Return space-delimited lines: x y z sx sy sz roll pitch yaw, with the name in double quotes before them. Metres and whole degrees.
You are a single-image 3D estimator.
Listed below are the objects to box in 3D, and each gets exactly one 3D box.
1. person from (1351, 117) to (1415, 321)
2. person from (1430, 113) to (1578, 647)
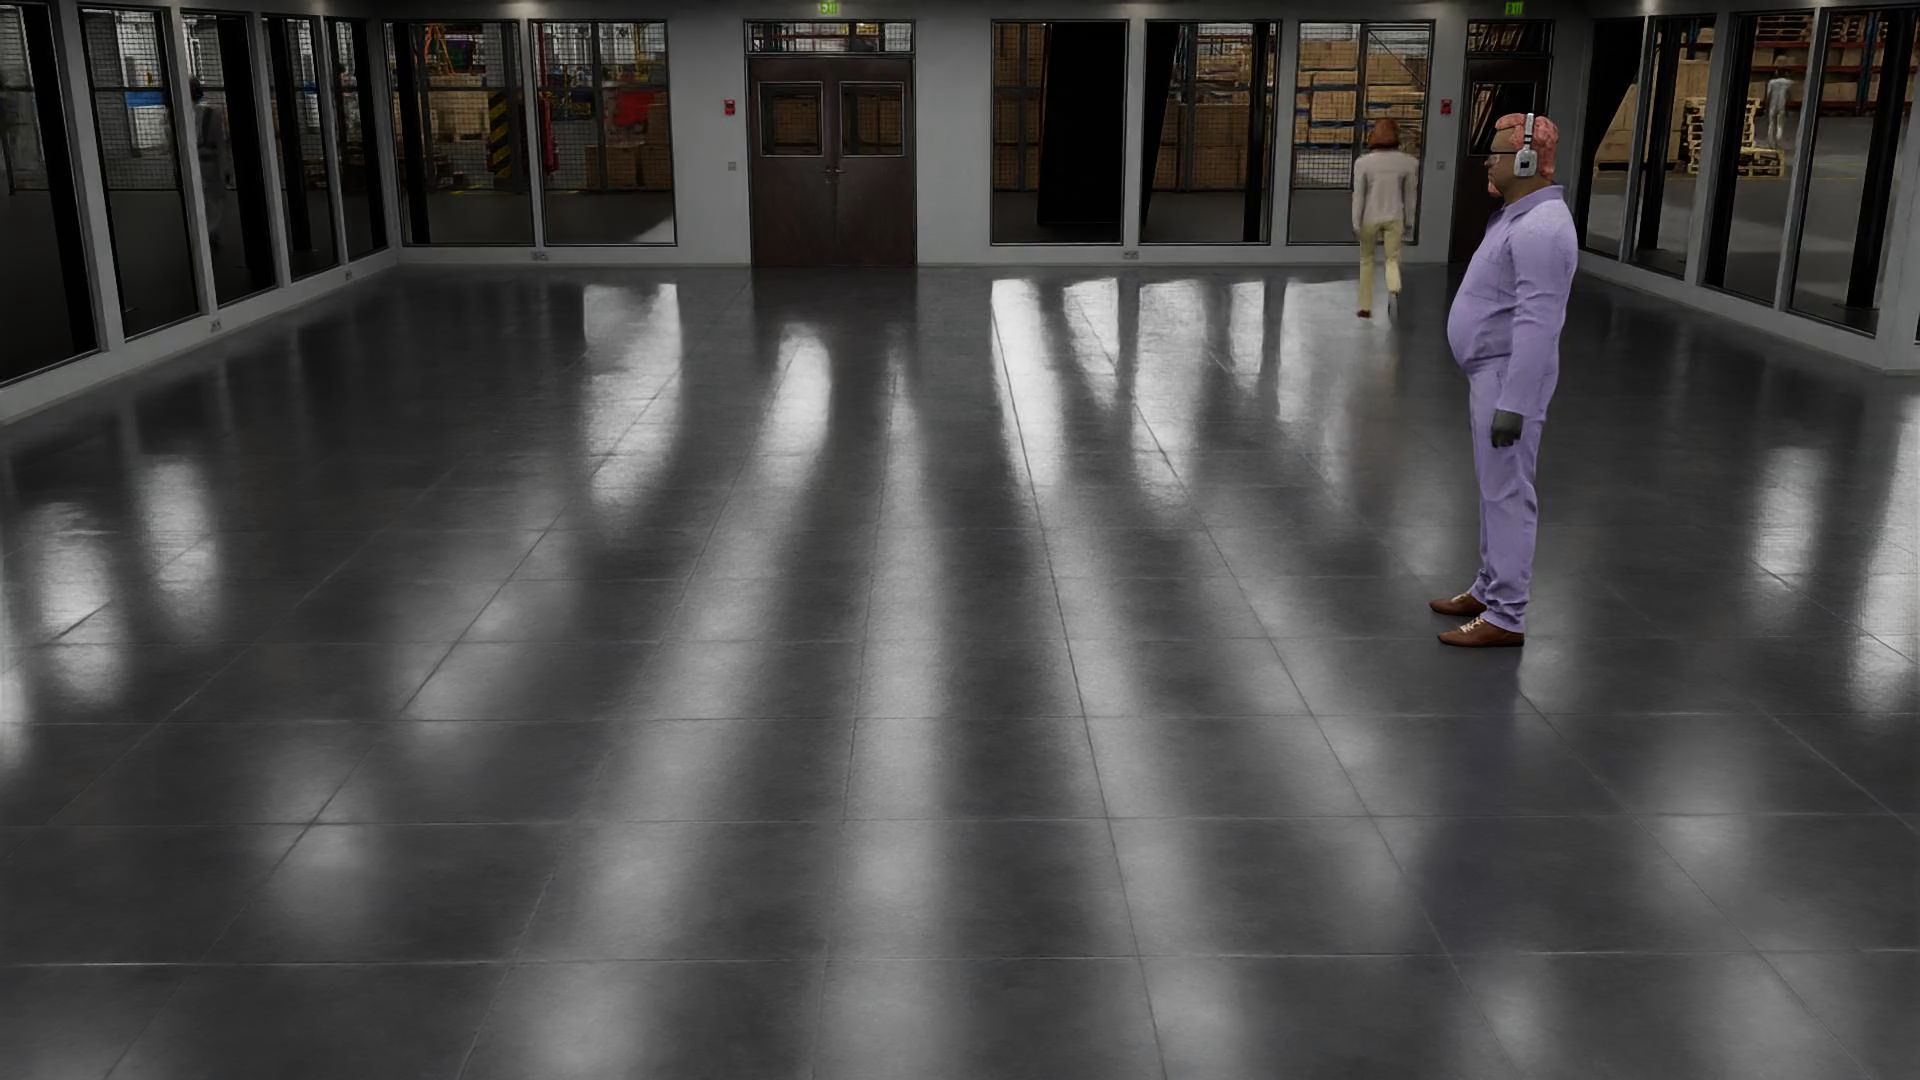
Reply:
"person" 3.358 -2.533 13.223 0.510 1.616 0.585 1 16 4
"person" 1.956 -0.560 6.010 0.409 1.907 0.651 3 17 12
